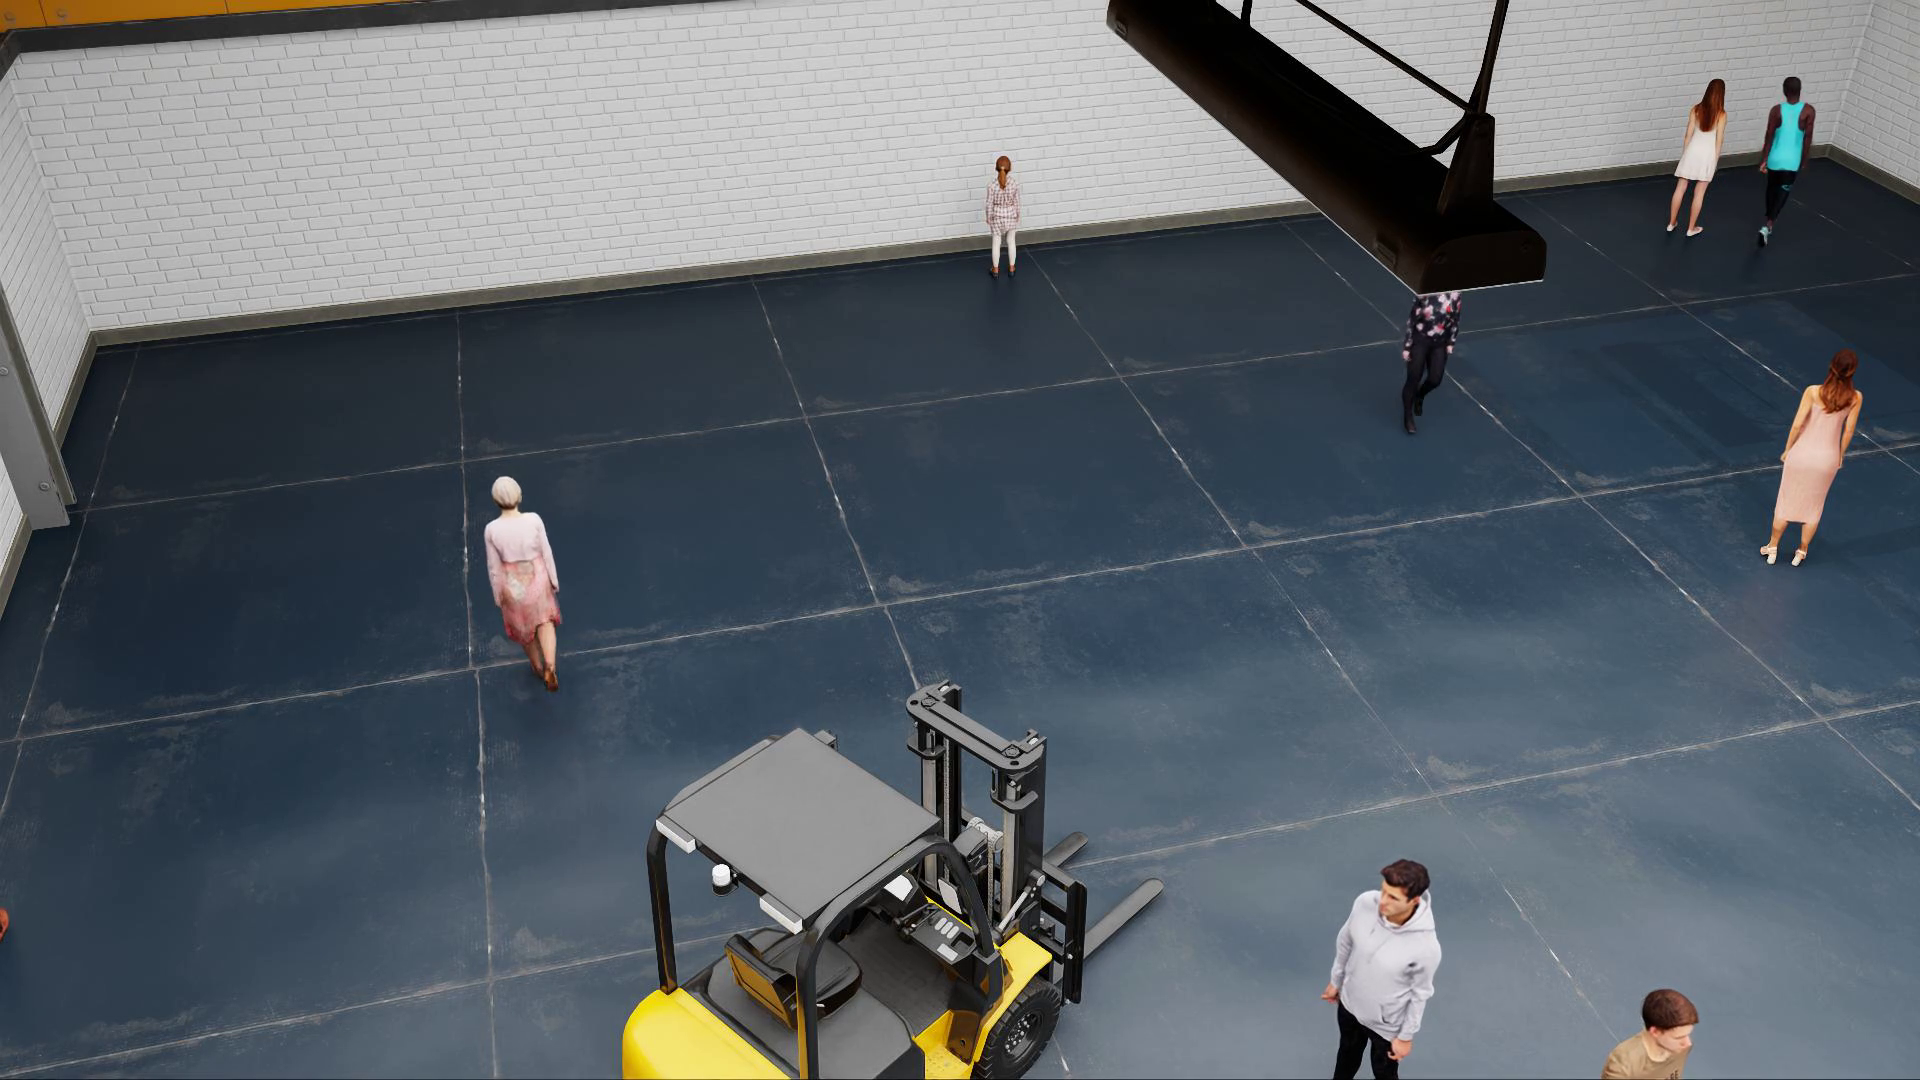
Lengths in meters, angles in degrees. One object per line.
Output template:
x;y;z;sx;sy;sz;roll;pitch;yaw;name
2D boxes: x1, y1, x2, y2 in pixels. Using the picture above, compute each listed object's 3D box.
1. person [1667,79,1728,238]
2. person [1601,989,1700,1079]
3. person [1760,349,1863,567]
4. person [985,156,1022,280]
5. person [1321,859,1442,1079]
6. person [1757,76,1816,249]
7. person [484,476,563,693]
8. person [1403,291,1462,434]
8.018;-4.156;18.036;0.622;1.712;0.707;26;41;33;person
3.028;2.709;7.580;0.730;1.852;0.688;-21;39;-28;person
6.464;-0.615;12.601;0.660;1.831;0.684;10;35;15;person
0.448;-3.340;17.169;0.550;1.313;0.552;-4;34;-7;person
2.060;2.269;8.173;0.827;1.929;0.687;-24;41;-32;person
8.751;-3.991;17.740;1.147;1.765;1.188;22;39;29;person
-2.934;0.349;11.287;0.646;1.680;0.833;-12;36;-18;person
4.041;-1.750;14.455;0.711;1.669;0.775;1;34;1;person
